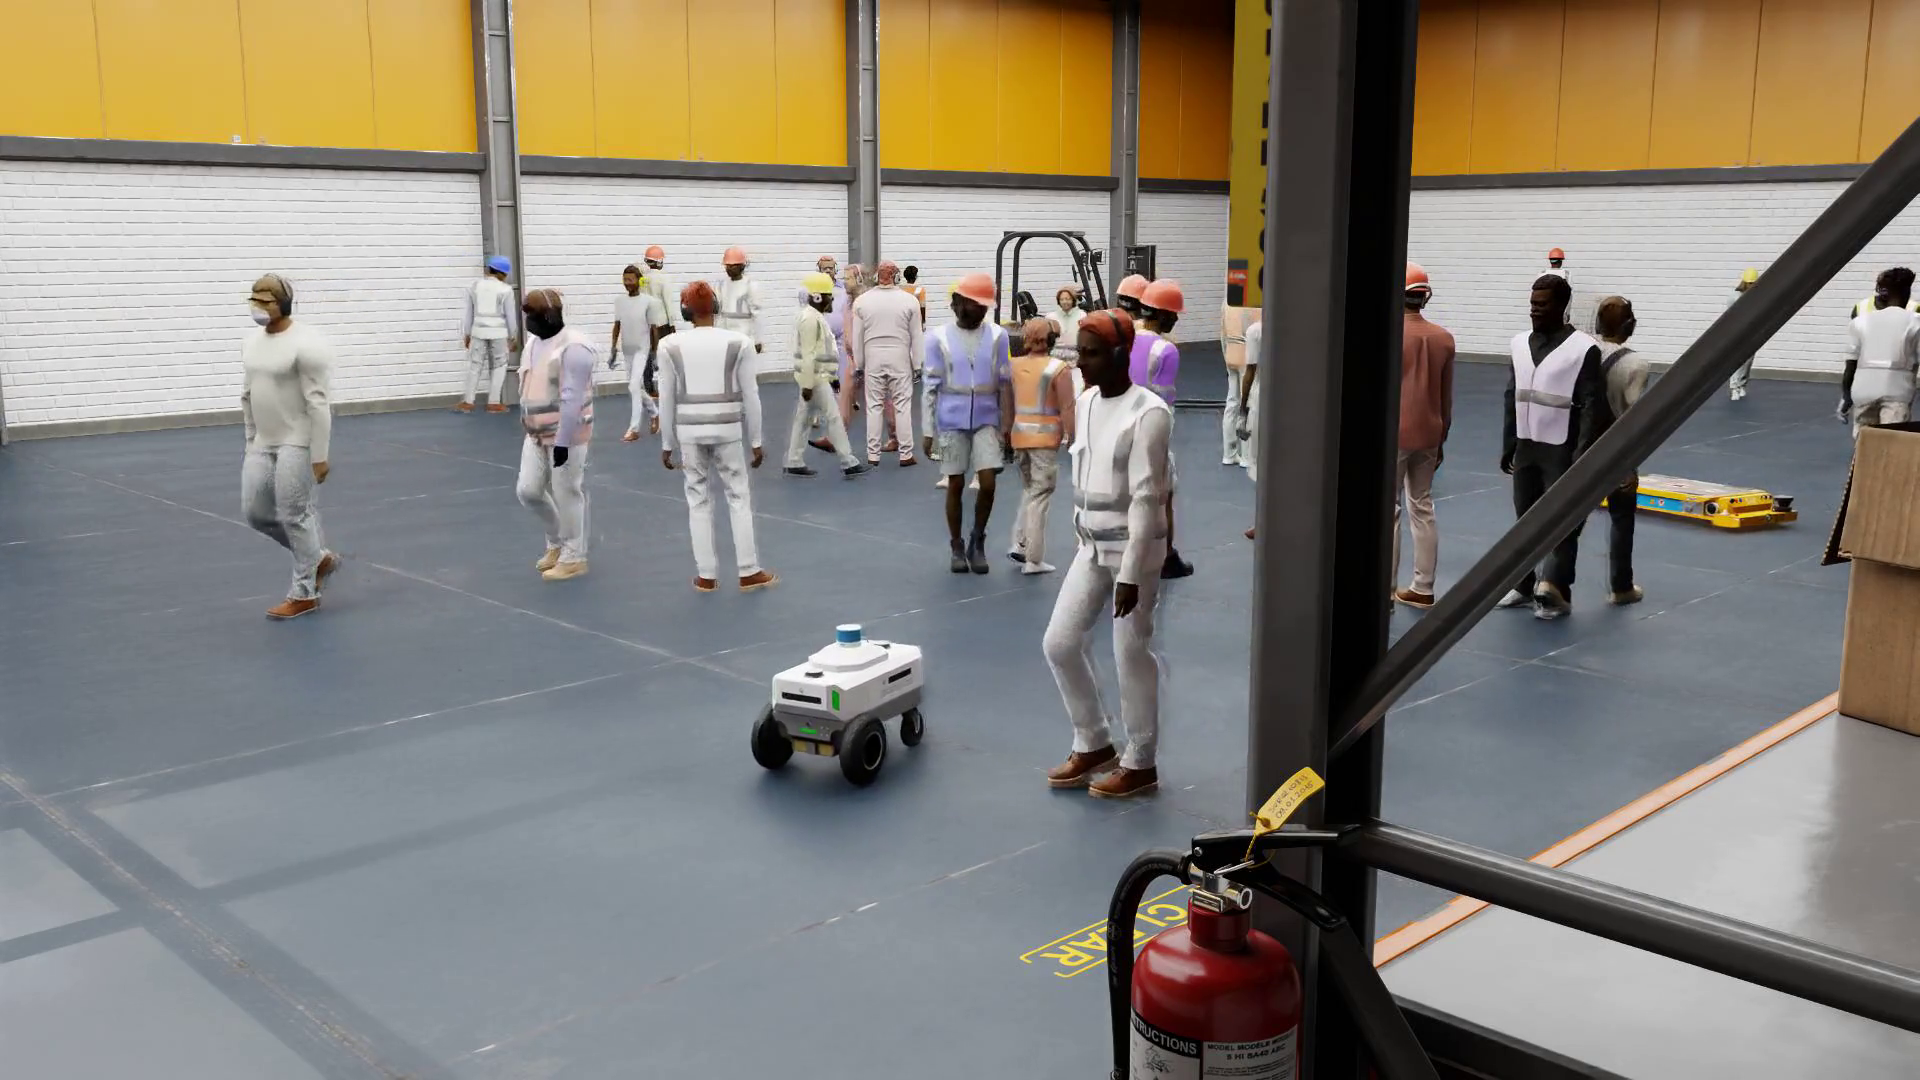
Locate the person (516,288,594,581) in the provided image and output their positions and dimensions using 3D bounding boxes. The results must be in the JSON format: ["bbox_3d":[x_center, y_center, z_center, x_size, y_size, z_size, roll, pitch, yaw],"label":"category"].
[{"bbox_3d":[-2.479,-0.636,10.236,0.630,1.813,0.433,9,14,41],"label":"person"}]

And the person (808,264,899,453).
[{"bbox_3d":[-0.982,-1.760,16.269,0.994,1.848,0.648,-7,12,-33],"label":"person"}]

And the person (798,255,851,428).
[{"bbox_3d":[-1.471,-2.198,18.546,0.656,1.915,0.417,-4,11,-19],"label":"person"}]

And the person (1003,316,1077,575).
[{"bbox_3d":[0.506,-0.587,10.494,0.395,1.627,0.532,-10,14,-42],"label":"person"}]

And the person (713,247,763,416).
[{"bbox_3d":[-2.640,-2.399,19.387,0.622,1.991,1.023,9,14,40],"label":"person"}]

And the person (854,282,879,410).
[{"bbox_3d":[-1.067,-2.396,20.136,0.533,1.716,0.815,8,13,38],"label":"person"}]

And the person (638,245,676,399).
[{"bbox_3d":[-3.914,-2.799,21.524,0.612,1.997,0.376,7,12,33],"label":"person"}]

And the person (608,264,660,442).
[{"bbox_3d":[-3.377,-1.982,17.522,0.521,1.841,0.855,5,12,26],"label":"person"}]

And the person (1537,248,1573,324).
[{"bbox_3d":[9.286,-3.595,26.040,0.547,1.934,0.375,4,11,19],"label":"person"}]

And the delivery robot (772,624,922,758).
[{"bbox_3d":[-0.448,0.586,6.747,0.477,0.478,0.707,5,12,28],"label":"delivery robot"}]

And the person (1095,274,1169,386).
[{"bbox_3d":[1.139,-0.836,11.148,0.539,1.887,1.006,-2,11,-12],"label":"person"}]

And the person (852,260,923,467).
[{"bbox_3d":[-0.661,-1.627,15.382,0.652,1.906,0.403,1,10,5],"label":"person"}]

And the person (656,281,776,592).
[{"bbox_3d":[-1.452,-0.602,9.961,0.697,1.863,0.341,-1,10,-5],"label":"person"}]

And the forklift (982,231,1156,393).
[{"bbox_3d":[1.222,-2.721,20.561,2.313,2.155,1.214,2,11,13],"label":"forklift"}]

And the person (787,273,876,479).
[{"bbox_3d":[-1.136,-1.420,14.534,0.869,1.791,0.618,-1,10,-3],"label":"person"}]

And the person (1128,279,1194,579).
[{"bbox_3d":[1.087,-0.629,10.033,1.009,1.880,0.542,-10,14,-44],"label":"person"}]

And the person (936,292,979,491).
[{"bbox_3d":[0.033,-1.260,13.954,0.533,1.697,0.318,5,12,27],"label":"person"}]

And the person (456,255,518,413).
[{"bbox_3d":[-5.696,-2.463,19.985,0.805,1.893,0.422,2,11,10],"label":"person"}]

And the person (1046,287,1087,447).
[{"bbox_3d":[1.054,-1.723,16.704,0.549,1.599,0.805,2,11,12],"label":"person"}]

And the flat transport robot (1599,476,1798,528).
[{"bbox_3d":[5.539,-0.315,12.693,0.652,0.197,1.431,-6,12,-28],"label":"flat transport robot"}]

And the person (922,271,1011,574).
[{"bbox_3d":[0.041,-0.719,10.422,0.590,1.903,0.544,-2,11,-9],"label":"person"}]

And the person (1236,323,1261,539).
[{"bbox_3d":[2.175,-0.858,11.374,0.545,1.845,0.694,-5,11,-23],"label":"person"}]

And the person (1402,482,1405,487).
[{"bbox_3d":[3.429,-1.272,13.658,0.672,1.827,0.587,-3,11,-15],"label":"person"}]

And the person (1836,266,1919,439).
[{"bbox_3d":[6.867,-1.061,12.355,0.852,1.920,0.647,-10,14,-43],"label":"person"}]

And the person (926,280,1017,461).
[{"bbox_3d":[0.119,-1.573,15.642,0.951,1.705,0.540,1,10,5],"label":"person"}]

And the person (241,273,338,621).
[{"bbox_3d":[-3.737,-0.515,9.265,0.652,1.925,0.483,6,12,30],"label":"person"}]

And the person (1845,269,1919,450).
[{"bbox_3d":[8.636,-1.617,15.577,0.628,1.825,0.553,7,13,34],"label":"person"}]

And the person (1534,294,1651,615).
[{"bbox_3d":[3.596,-0.476,9.391,0.926,1.812,0.526,-9,13,-39],"label":"person"}]

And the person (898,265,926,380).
[{"bbox_3d":[-0.736,-3.206,24.593,0.532,1.691,0.322,5,11,23],"label":"person"}]

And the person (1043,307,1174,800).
[{"bbox_3d":[0.544,0.074,6.212,0.558,1.865,0.605,-6,12,-30],"label":"person"}]

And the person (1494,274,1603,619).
[{"bbox_3d":[3.299,-0.523,9.330,0.386,1.918,0.589,-6,12,-30],"label":"person"}]

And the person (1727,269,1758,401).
[{"bbox_3d":[10.282,-2.697,21.793,0.489,1.701,0.864,4,11,19],"label":"person"}]

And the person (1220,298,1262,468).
[{"bbox_3d":[2.626,-1.621,15.289,0.360,1.929,0.587,-6,12,-29],"label":"person"}]

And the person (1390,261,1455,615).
[{"bbox_3d":[2.504,-0.573,9.431,0.622,1.987,0.405,-5,12,-26],"label":"person"}]
